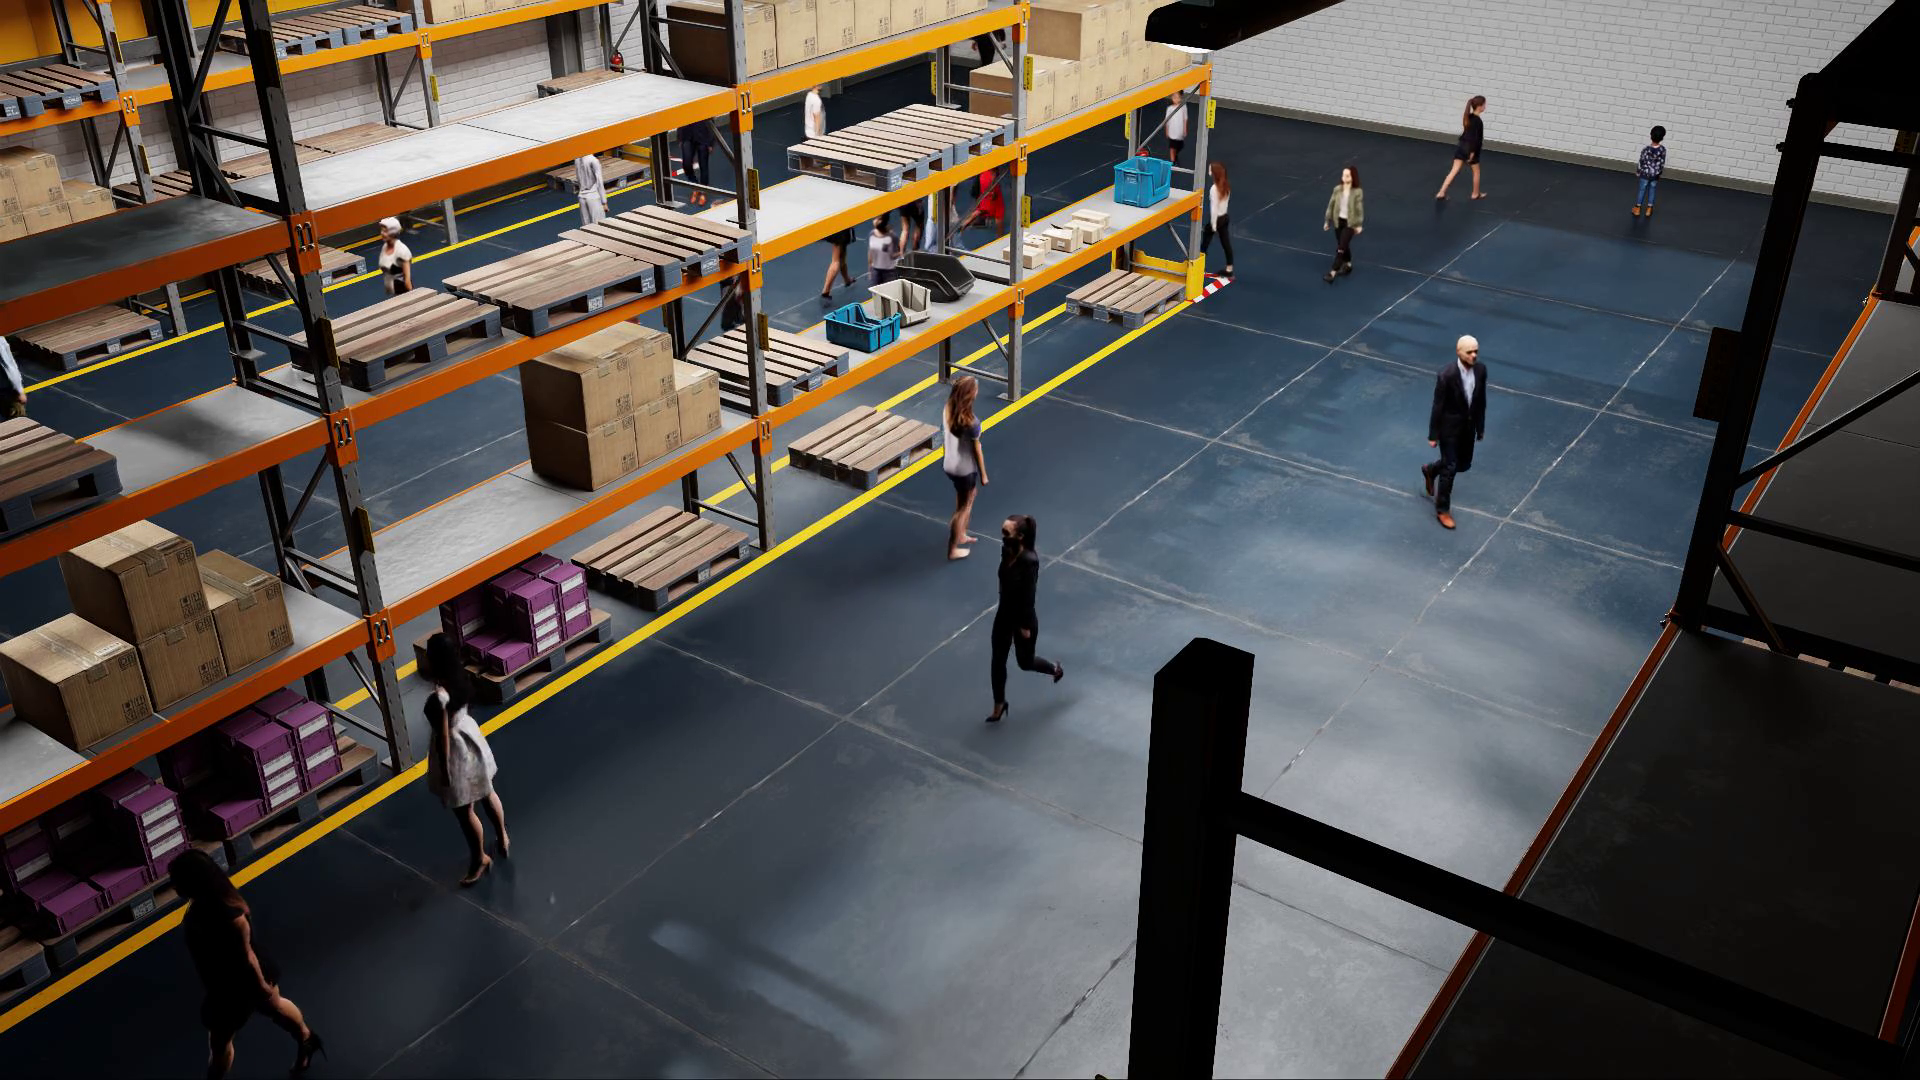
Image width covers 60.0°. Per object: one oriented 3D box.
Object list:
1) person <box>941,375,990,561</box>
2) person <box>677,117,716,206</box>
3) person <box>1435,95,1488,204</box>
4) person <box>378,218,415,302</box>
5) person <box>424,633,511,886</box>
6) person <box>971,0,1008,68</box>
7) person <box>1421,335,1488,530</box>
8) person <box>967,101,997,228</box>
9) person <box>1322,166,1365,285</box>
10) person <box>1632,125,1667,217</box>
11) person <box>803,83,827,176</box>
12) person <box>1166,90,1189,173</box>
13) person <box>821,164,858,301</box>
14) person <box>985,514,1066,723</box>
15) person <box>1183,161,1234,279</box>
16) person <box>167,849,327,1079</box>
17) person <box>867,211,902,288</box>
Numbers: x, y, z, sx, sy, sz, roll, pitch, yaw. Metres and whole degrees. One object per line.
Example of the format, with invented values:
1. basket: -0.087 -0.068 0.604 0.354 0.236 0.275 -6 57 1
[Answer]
1. person: -0.055 -0.590 14.291 0.734 1.707 0.714 -18 33 -30
2. person: -3.696 -5.648 23.457 0.847 1.810 0.858 3 29 5
3. person: 7.103 -5.490 23.461 1.152 1.528 0.908 -13 31 -22
4. person: -5.966 -2.638 18.027 0.683 1.724 1.055 22 35 34
5. person: -3.190 1.416 10.558 0.869 1.761 0.745 -3 29 -6
6. person: 0.442 -8.658 28.922 0.882 1.861 1.321 12 31 21
7. person: 4.448 -1.037 15.035 1.039 1.781 1.053 -9 30 -17
8. person: 0.347 -5.087 22.461 0.876 1.779 0.821 -7 29 -13
9. person: 4.829 -3.931 20.703 0.709 1.433 1.023 25 37 38
10. person: 9.597 -5.138 23.106 0.570 1.251 0.601 6 29 10
11. person: -2.130 -5.875 23.982 0.875 1.705 0.835 -13 31 -22
12. person: 3.257 -6.208 25.073 0.733 1.245 0.813 -2 29 -4
13. person: -1.511 -3.685 20.042 0.667 1.634 1.144 14 31 24
14. person: 0.473 0.579 12.164 1.014 1.693 0.763 -20 34 -32
15. person: 3.293 -3.970 20.766 0.935 1.441 0.715 -25 38 -38
16. person: -3.804 2.326 8.984 1.143 1.671 0.895 -19 34 -30
17. person: -0.825 -3.081 19.021 0.617 1.551 0.641 12 31 21
